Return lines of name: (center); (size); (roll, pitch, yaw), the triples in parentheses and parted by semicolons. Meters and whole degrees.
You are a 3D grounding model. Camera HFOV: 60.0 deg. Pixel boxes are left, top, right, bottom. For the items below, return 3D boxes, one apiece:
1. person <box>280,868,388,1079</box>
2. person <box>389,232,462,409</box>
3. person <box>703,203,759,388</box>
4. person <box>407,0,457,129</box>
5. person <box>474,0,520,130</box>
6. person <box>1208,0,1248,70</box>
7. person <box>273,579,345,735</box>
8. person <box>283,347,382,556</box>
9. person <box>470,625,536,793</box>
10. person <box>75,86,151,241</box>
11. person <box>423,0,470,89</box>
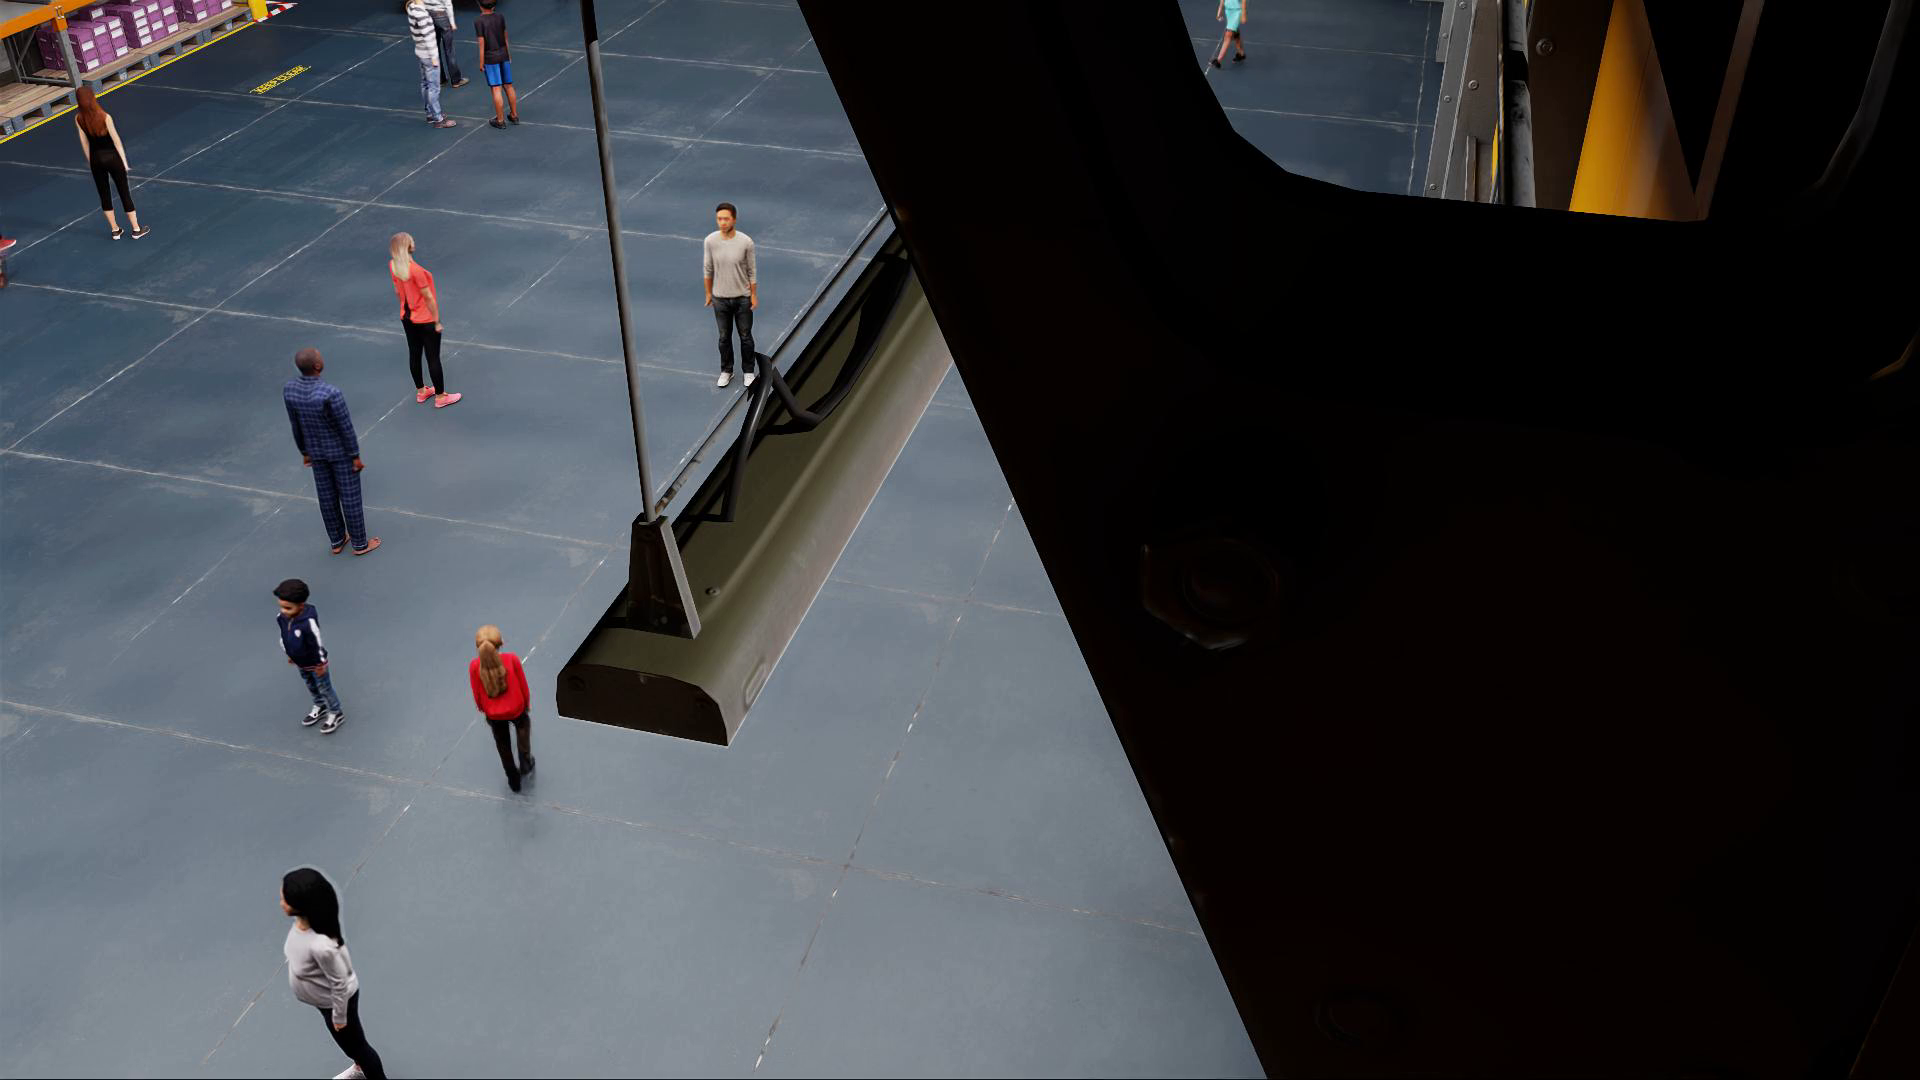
person: (-3.268, 2.351, 8.677); (0.738, 1.700, 0.698); (-22, 40, -30)
person: (-4.971, -2.026, 15.268); (0.649, 1.694, 0.621); (19, 38, 26)
person: (-2.135, -2.309, 15.587); (0.699, 1.812, 0.637); (0, 34, 0)
person: (-6.922, -6.307, 21.564); (0.763, 1.854, 0.711); (-19, 38, -26)
person: (-6.005, -6.242, 21.515); (0.770, 1.800, 0.676); (29, 43, 36)
person: (3.949, -7.495, 23.657); (1.085, 1.516, 0.962); (-22, 40, -30)
person: (-4.492, 0.782, 11.470); (0.548, 1.222, 0.528); (16, 37, 23)
person: (-4.990, -0.705, 13.162); (0.679, 1.824, 0.605); (7, 34, 10)
person: (-2.988, 1.130, 10.899); (0.614, 1.274, 0.666); (-8, 34, -12)
person: (-9.510, -4.195, 18.502); (0.623, 1.726, 0.608); (-2, 34, -2)
person: (-7.190, -7.172, 22.896); (0.650, 1.820, 0.570); (10, 35, 15)
